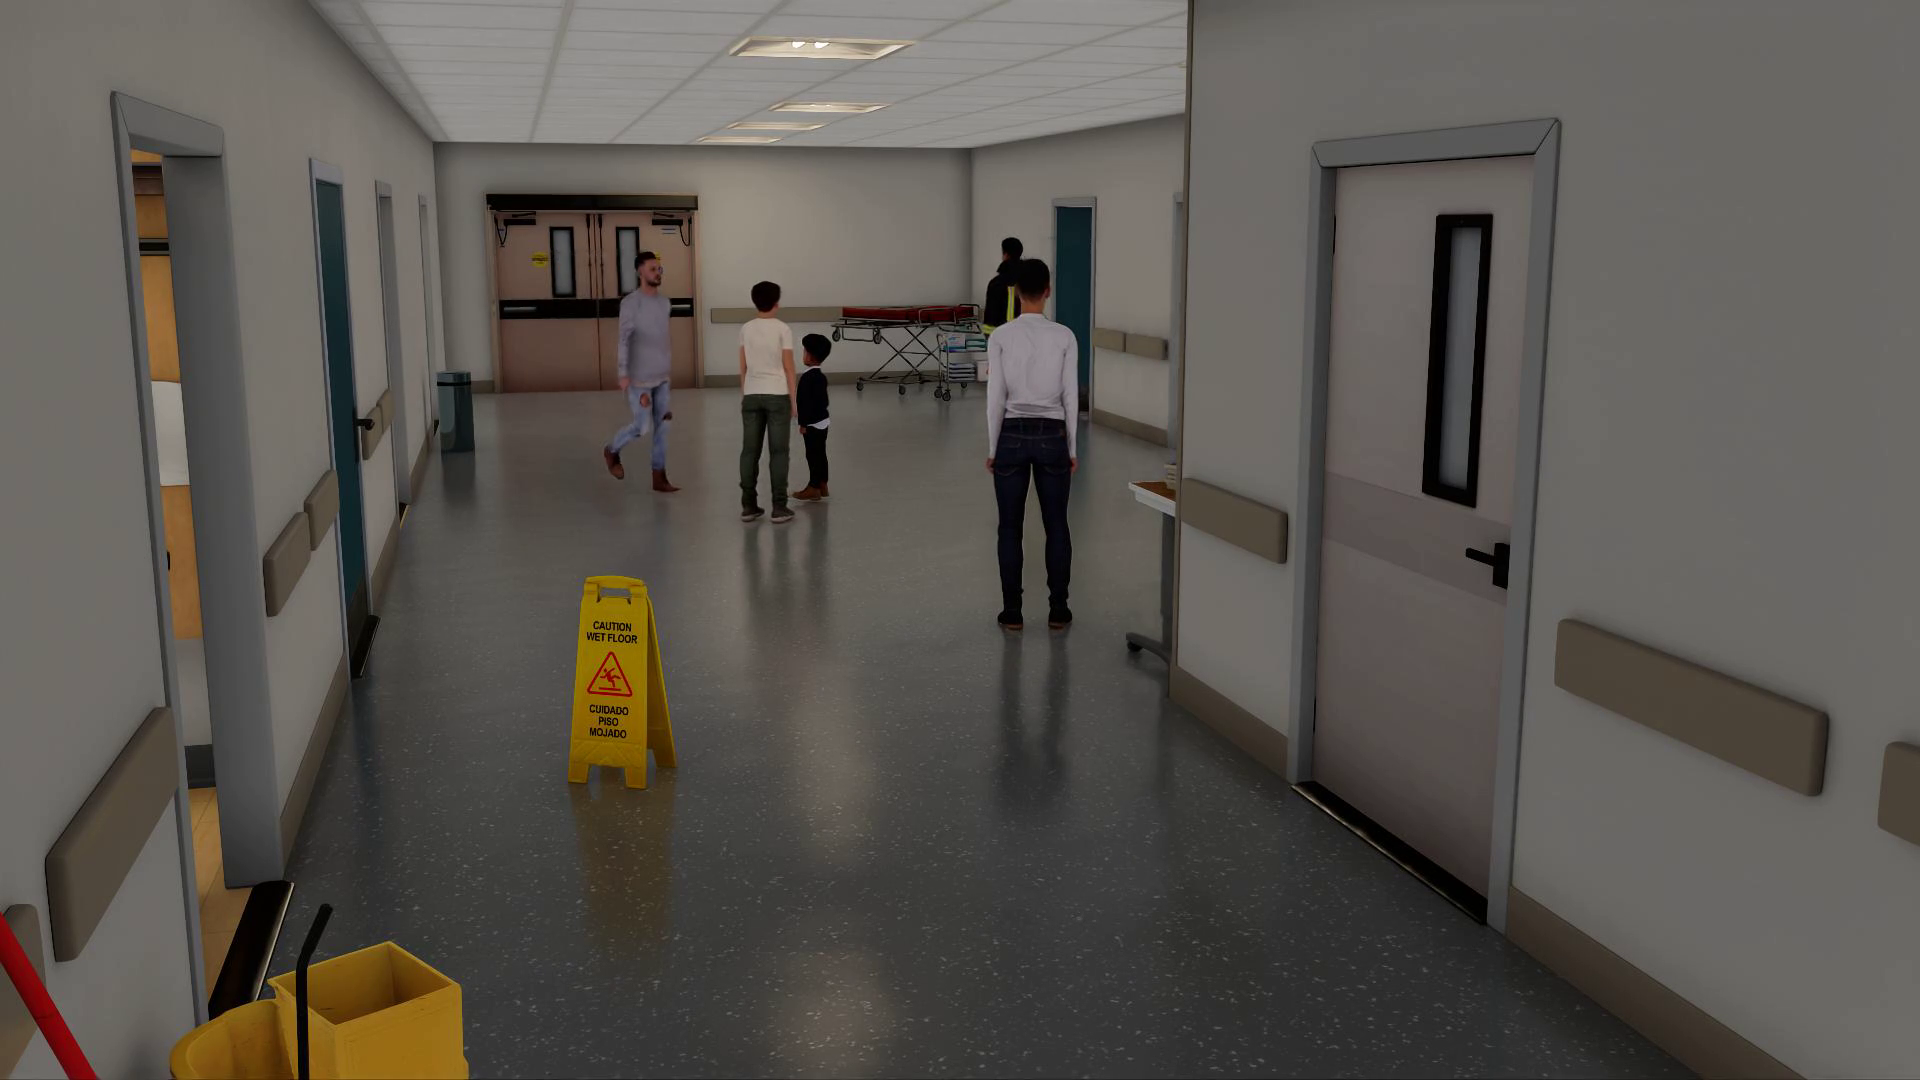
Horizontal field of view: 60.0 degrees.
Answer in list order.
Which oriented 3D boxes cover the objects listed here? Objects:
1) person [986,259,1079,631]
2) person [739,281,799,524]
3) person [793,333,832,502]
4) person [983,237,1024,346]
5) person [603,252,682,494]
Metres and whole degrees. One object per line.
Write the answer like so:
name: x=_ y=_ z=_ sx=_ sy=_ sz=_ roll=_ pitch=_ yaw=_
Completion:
person: x=0.362 y=-0.484 z=8.409 sx=0.673 sy=1.868 sz=0.642 roll=0 pitch=11 yaw=-1
person: x=-1.339 y=-0.957 z=11.489 sx=0.644 sy=1.650 sz=0.672 roll=3 pitch=11 yaw=15
person: x=-1.074 y=-0.916 z=12.301 sx=0.654 sy=1.227 sz=0.578 roll=4 pitch=11 yaw=19
person: x=0.537 y=-1.832 z=15.398 sx=0.975 sy=1.911 sz=1.114 roll=-7 pitch=13 yaw=-33
person: x=-2.432 y=-1.260 z=12.629 sx=1.114 sy=1.820 sz=1.030 roll=7 pitch=13 yaw=33
